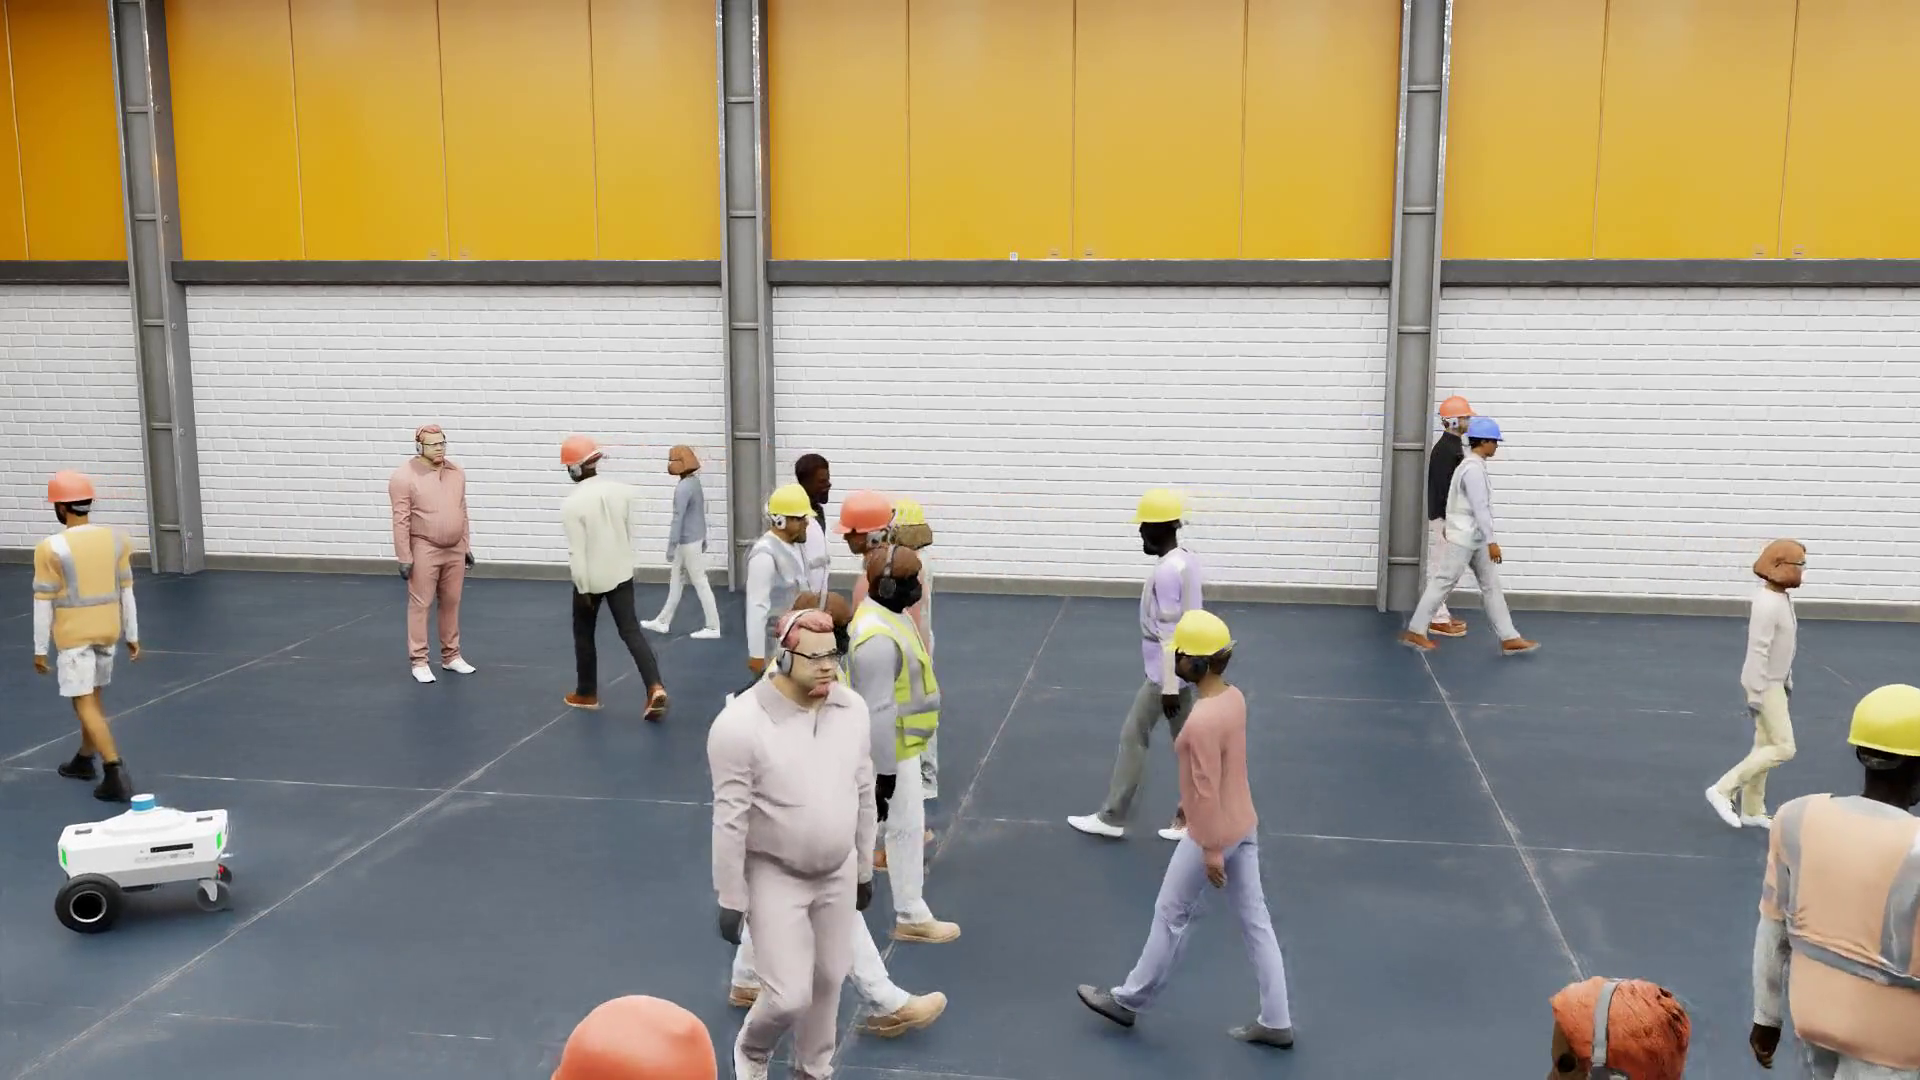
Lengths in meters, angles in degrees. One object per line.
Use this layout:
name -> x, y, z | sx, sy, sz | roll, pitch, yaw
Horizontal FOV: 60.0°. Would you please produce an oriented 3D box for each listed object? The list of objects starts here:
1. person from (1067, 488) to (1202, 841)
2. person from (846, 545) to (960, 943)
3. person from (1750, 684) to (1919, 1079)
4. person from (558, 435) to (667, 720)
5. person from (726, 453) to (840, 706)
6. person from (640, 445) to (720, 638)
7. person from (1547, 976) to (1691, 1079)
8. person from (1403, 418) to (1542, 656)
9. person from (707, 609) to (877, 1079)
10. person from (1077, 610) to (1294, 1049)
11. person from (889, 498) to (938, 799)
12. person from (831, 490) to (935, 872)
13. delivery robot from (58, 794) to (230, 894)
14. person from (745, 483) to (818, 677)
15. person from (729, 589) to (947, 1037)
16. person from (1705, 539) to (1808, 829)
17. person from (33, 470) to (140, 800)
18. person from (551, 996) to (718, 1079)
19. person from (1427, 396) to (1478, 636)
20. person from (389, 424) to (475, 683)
person -> 0.977, 0.670, 8.801 | 0.876, 1.890, 0.623 | 3, 10, 19
person -> -0.368, 0.918, 7.491 | 0.654, 1.830, 0.638 | 0, 9, 0
person -> 2.592, 1.337, 4.671 | 0.892, 1.894, 0.588 | -5, 10, -26
person -> -2.374, 0.254, 11.234 | 0.981, 1.948, 0.625 | 9, 13, 43
person -> -1.044, 0.381, 10.608 | 0.840, 1.896, 0.591 | 3, 10, 17
person -> -2.340, 0.021, 13.676 | 0.784, 1.598, 0.530 | 1, 9, 4
person -> 1.109, 1.653, 2.848 | 0.650, 1.858, 0.596 | 8, 12, 39
person -> 4.028, -0.018, 13.102 | 1.056, 1.886, 0.613 | 4, 10, 23
person -> -0.544, 1.164, 5.767 | 0.661, 1.890, 0.449 | -8, 12, -40
person -> 0.927, 1.127, 6.527 | 0.888, 1.726, 0.538 | 5, 11, 30
person -> -0.298, 0.624, 9.560 | 0.309, 1.743, 0.494 | -2, 9, -11
person -> -0.385, 0.718, 8.274 | 0.448, 1.970, 0.644 | 3, 10, 17
delivery robot -> -3.844, 1.446, 7.861 | 0.707, 0.478, 0.477 | -4, 10, -21
person -> -1.024, 0.567, 9.703 | 0.433, 1.812, 0.631 | 2, 9, 11
person -> -0.534, 1.080, 6.652 | 0.960, 1.781, 0.611 | 1, 9, 7
person -> 4.341, 0.791, 8.923 | 0.373, 1.622, 0.506 | 6, 11, 31
person -> -5.071, 0.536, 9.643 | 0.895, 1.903, 0.558 | 5, 11, 29
person -> -0.664, 1.632, 2.862 | 0.725, 1.901, 0.605 | 4, 10, 22
person -> 4.095, -0.207, 13.909 | 0.375, 1.997, 0.612 | 3, 10, 18
person -> -3.883, 0.090, 12.353 | 0.406, 1.906, 0.654 | 7, 11, 35
